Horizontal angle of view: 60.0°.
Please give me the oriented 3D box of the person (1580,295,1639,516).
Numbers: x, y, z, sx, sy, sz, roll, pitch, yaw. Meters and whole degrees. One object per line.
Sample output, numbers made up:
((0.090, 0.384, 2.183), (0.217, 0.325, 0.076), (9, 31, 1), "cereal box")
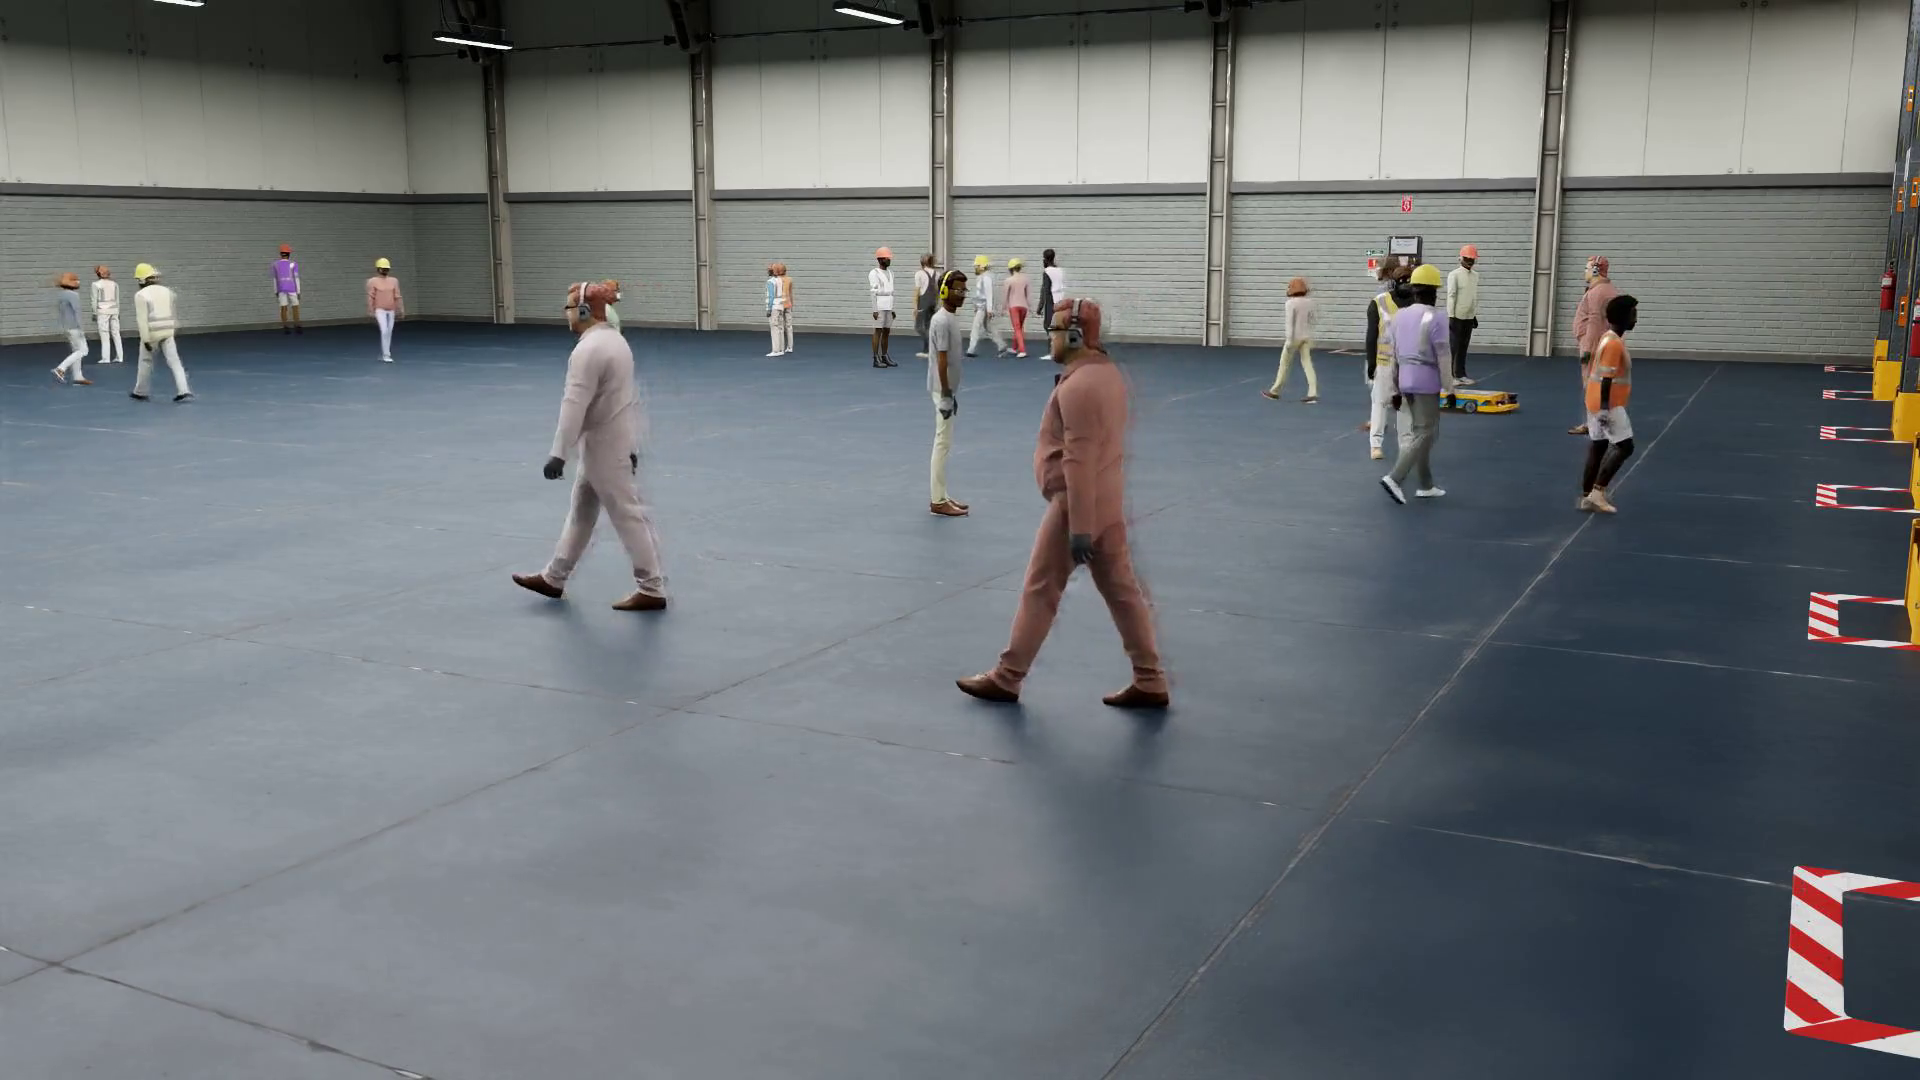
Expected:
((4.943, -1.011, 12.629), (0.396, 1.684, 0.547), (3, 11, 17), "person")

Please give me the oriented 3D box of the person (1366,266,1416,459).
((4.188, -1.687, 15.874), (0.625, 1.843, 0.430), (0, 10, -2), "person")

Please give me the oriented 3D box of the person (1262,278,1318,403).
((4.284, -2.553, 21.280), (0.524, 1.580, 0.868), (-8, 13, -37), "person")

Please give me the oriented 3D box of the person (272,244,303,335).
((-14.443, -5.370, 35.708), (0.548, 1.938, 0.368), (-1, 10, -7), "person")

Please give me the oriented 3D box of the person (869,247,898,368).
((-1.226, -3.757, 26.889), (0.354, 1.942, 0.545), (7, 12, 33), "person")

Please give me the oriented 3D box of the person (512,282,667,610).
((-2.135, -0.516, 9.454), (0.980, 1.859, 0.667), (0, 10, -1), "person")

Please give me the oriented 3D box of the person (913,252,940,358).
((-0.560, -4.056, 28.823), (0.537, 1.835, 0.535), (-9, 14, -41), "person")

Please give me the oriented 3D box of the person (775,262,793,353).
((-3.230, -4.195, 30.098), (0.515, 1.641, 0.314), (-10, 14, -42), "person")

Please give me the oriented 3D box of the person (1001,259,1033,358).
((0.979, -4.067, 29.215), (0.543, 1.706, 0.916), (-6, 12, -28), "person")

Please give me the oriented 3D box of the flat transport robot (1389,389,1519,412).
((6.031, -1.722, 20.352), (1.431, 0.197, 0.652), (7, 13, 34), "flat transport robot")

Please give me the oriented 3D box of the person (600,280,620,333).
((-3.949, -2.117, 18.783), (0.284, 1.633, 0.501), (-1, 10, -5), "person")

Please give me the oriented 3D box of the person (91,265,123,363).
((-14.243, -3.761, 27.765), (0.315, 1.629, 0.509), (4, 11, 22), "person")

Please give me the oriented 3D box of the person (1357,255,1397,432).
((4.625, -2.099, 17.906), (0.572, 1.920, 0.644), (6, 12, 28), "person")

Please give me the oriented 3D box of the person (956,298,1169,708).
((0.505, -0.151, 7.465), (0.986, 1.851, 0.663), (4, 11, 20), "person")

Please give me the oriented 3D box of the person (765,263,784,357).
((-3.267, -4.051, 29.316), (0.309, 1.639, 0.523), (3, 11, 16), "person")

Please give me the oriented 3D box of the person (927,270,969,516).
((-0.085, -1.122, 12.737), (0.333, 1.866, 0.515), (0, 10, 3), "person")

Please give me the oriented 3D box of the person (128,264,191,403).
((-10.249, -2.627, 21.210), (0.963, 1.778, 0.577), (5, 12, 26), "person")

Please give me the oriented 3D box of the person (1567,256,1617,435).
((6.784, -2.084, 17.862), (0.410, 1.909, 0.642), (6, 12, 29), "person")

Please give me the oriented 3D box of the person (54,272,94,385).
((-12.599, -2.985, 23.551), (0.514, 1.615, 0.461), (10, 15, 44), "person")

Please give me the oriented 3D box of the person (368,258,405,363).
((-9.587, -3.837, 27.875), (0.739, 1.740, 0.544), (10, 14, 43), "person")

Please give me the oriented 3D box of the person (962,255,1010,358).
((0.453, -4.049, 28.888), (0.882, 1.799, 0.603), (-2, 10, -8), "person")

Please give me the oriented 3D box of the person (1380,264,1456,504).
((3.664, -1.240, 13.282), (0.711, 1.915, 0.605), (-5, 11, -23), "person")

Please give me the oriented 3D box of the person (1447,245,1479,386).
((7.175, -3.198, 23.701), (0.614, 1.990, 0.392), (-7, 13, -35), "person")

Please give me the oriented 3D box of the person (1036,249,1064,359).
((1.571, -4.031, 28.524), (0.441, 1.900, 0.591), (5, 11, 24), "person")
